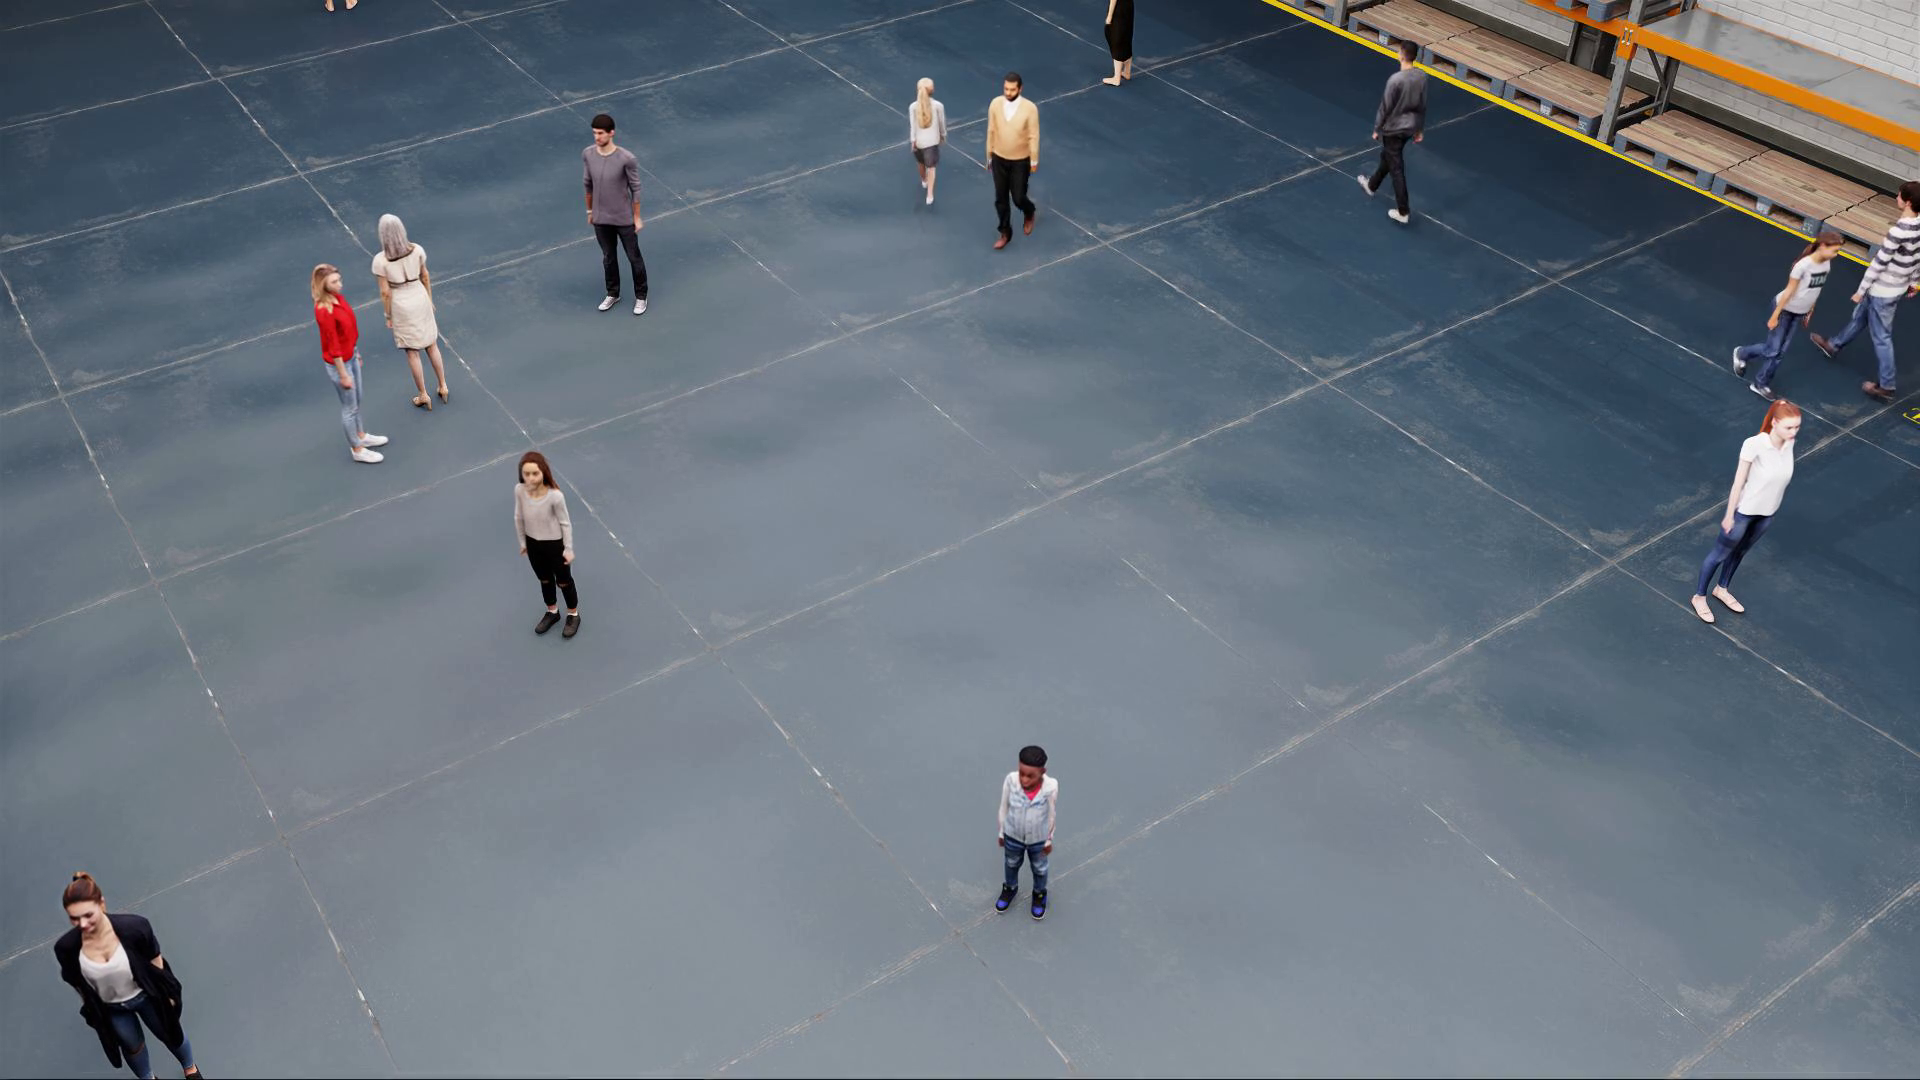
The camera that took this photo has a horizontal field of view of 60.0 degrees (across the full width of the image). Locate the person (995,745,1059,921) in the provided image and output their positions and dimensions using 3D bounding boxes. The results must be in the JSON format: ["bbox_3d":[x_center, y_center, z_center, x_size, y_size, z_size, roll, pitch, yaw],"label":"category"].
[{"bbox_3d":[0.392,1.648,9.523,0.562,1.261,0.627,9,39,11],"label":"person"}]

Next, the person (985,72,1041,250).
[{"bbox_3d":[0.521,-3.631,15.749,0.897,1.741,0.926,16,41,19],"label":"person"}]

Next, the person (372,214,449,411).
[{"bbox_3d":[-4.455,-1.849,13.521,0.609,1.736,0.560,-28,46,-30],"label":"person"}]

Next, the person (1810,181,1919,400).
[{"bbox_3d":[7.704,-2.008,13.678,0.730,1.790,1.205,-20,43,-23],"label":"person"}]

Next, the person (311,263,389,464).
[{"bbox_3d":[-4.806,-1.390,12.970,0.746,1.707,0.624,-3,39,-4],"label":"person"}]

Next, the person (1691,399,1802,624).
[{"bbox_3d":[5.440,-0.216,11.473,0.610,1.740,0.601,-14,41,-16],"label":"person"}]

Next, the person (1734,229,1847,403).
[{"bbox_3d":[6.823,-1.922,13.769,0.698,1.541,0.822,-10,40,-12],"label":"person"}]

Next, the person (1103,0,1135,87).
[{"bbox_3d":[1.820,-5.942,18.736,0.634,1.624,0.632,28,47,31],"label":"person"}]

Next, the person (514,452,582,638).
[{"bbox_3d":[-2.824,0.017,11.386,0.608,1.484,0.682,9,40,11],"label":"person"}]

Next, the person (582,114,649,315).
[{"bbox_3d":[-3.058,-2.895,14.736,0.724,1.854,0.797,8,39,10],"label":"person"}]

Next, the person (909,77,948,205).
[{"bbox_3d":[-0.325,-3.946,16.540,0.854,1.245,0.957,3,39,3],"label":"person"}]

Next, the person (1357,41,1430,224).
[{"bbox_3d":[4.293,-3.918,16.132,0.739,1.711,1.178,-17,42,-20],"label":"person"}]

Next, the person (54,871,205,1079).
[{"bbox_3d":[-4.182,2.286,8.386,0.688,1.683,0.655,-12,40,-15],"label":"person"}]
